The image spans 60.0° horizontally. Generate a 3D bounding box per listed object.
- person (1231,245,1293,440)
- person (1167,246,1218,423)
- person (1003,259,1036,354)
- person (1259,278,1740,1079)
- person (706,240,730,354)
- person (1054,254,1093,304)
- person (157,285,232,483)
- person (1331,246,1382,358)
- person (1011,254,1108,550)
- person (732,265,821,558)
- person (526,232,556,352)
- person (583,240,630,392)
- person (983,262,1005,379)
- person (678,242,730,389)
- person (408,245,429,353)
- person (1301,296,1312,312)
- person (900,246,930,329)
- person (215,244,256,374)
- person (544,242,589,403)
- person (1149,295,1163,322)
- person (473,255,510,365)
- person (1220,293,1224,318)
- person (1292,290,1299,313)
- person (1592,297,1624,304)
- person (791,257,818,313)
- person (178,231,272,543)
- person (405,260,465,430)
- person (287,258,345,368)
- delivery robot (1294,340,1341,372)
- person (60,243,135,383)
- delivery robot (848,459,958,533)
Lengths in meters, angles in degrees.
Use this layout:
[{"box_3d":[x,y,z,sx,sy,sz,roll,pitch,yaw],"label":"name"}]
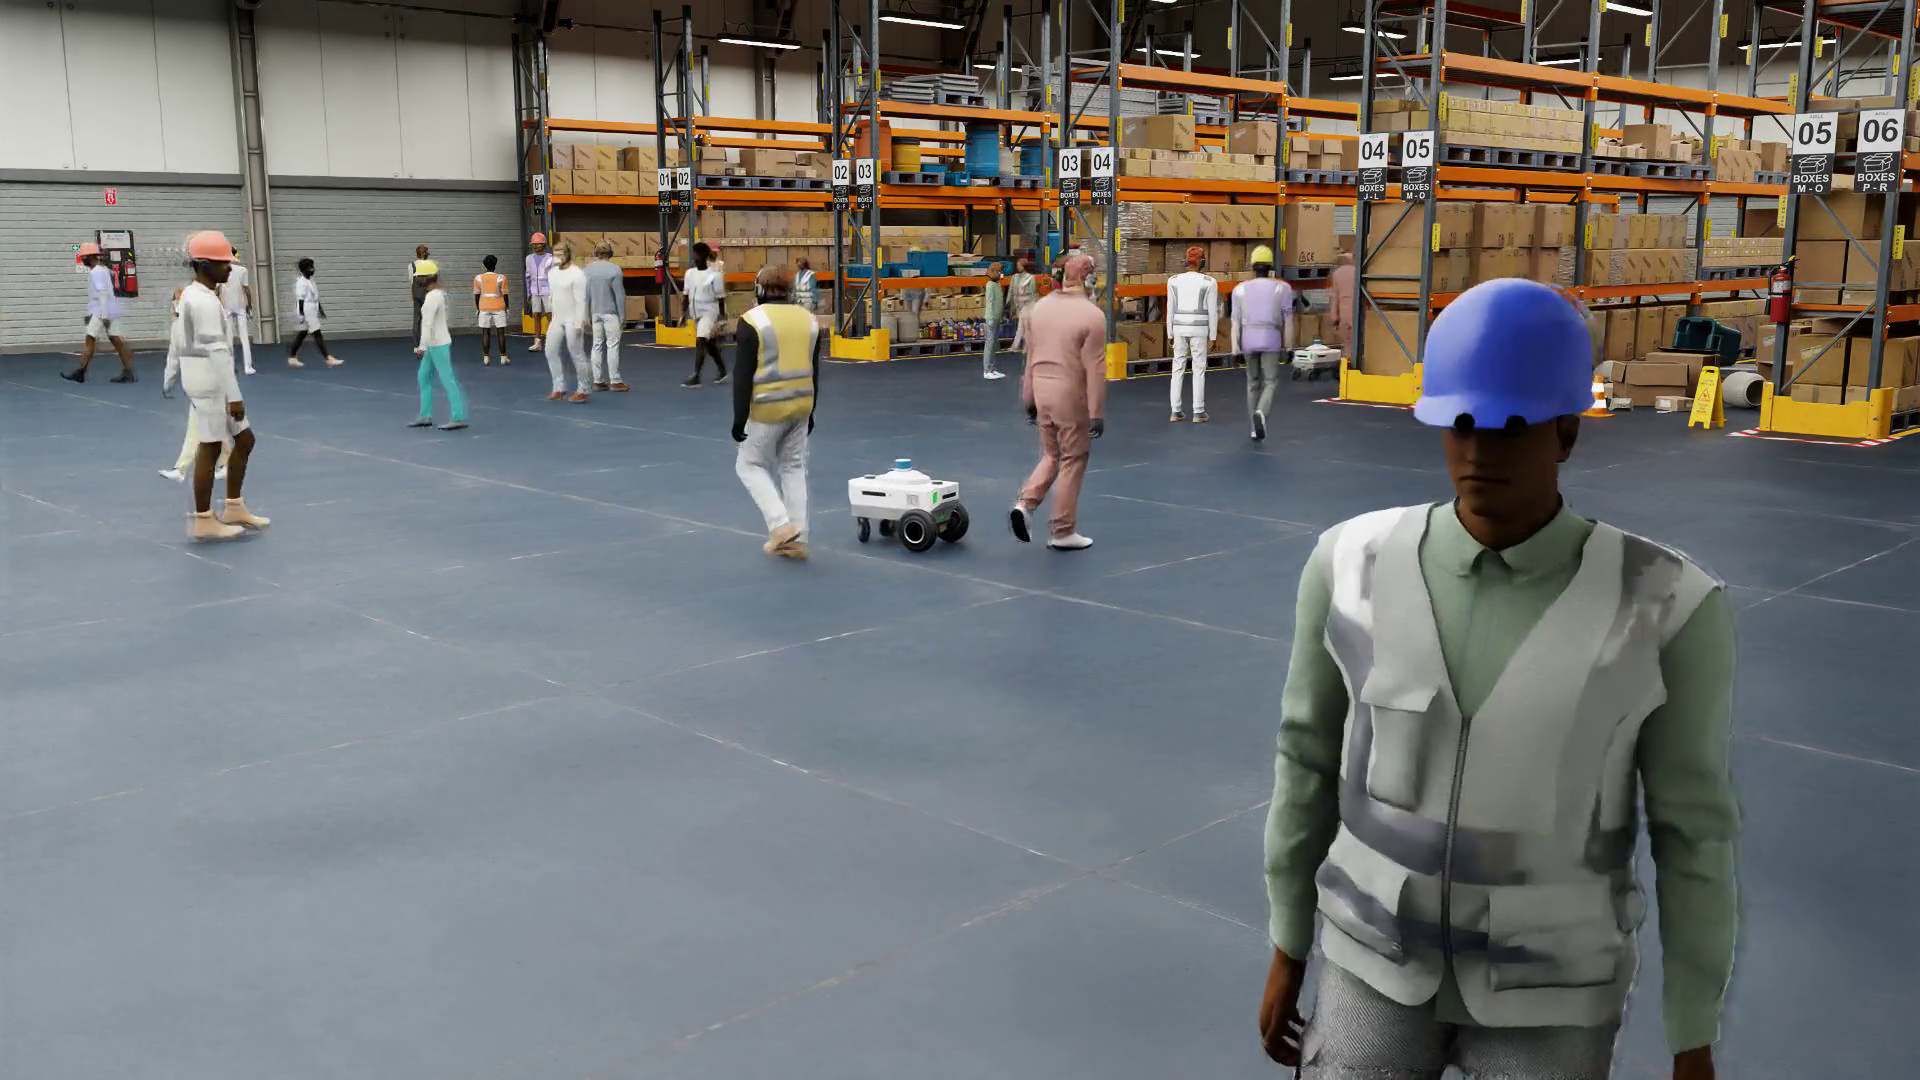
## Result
[{"box_3d":[2.927,-1.912,16.216,0.597,1.911,0.710,4,11,22],"label":"person"},{"box_3d":[2.504,-2.220,17.975,0.573,1.882,0.349,5,11,24],"label":"person"},{"box_3d":[0.999,-3.920,28.008,0.850,1.600,0.530,-9,14,-40],"label":"person"},{"box_3d":[0.755,0.605,2.403,0.691,1.942,0.518,6,12,31],"label":"person"},{"box_3d":[-4.181,-4.125,28.246,0.564,1.917,0.410,-9,13,-39],"label":"person"},{"box_3d":[1.033,-1.761,15.619,0.435,1.826,0.621,-1,10,-7],"label":"person"},{"box_3d":[-6.258,-1.258,13.485,0.530,1.588,0.829,6,12,30],"label":"person"},{"box_3d":[5.225,-2.915,21.767,0.623,1.886,0.665,-8,13,-36],"label":"person"},{"box_3d":[0.634,-0.856,10.526,0.519,1.879,0.699,-9,14,-40],"label":"person"},{"box_3d":[-1.136,-0.779,10.299,0.436,1.812,0.677,9,14,41],"label":"person"},{"box_3d":[-7.226,-4.278,28.748,0.609,2.044,0.393,3,11,14],"label":"person"},{"box_3d":[-4.576,-2.901,21.523,0.635,1.940,0.366,5,12,26],"label":"person"},{"box_3d":[0.481,-3.092,23.417,0.270,1.627,0.499,3,11,14],"label":"person"},{"box_3d":[-3.407,-3.020,22.286,0.602,1.923,1.013,7,13,35],"label":"person"},{"box_3d":[-9.166,-4.114,28.419,0.502,1.839,0.330,3,11,17],"label":"person"},{"box_3d":[8.436,-6.482,41.239,0.844,1.881,0.625,-5,12,-26],"label":"person"},{"box_3d":[-0.789,-4.406,30.069,0.601,1.814,0.682,8,13,36],"label":"person"},{"box_3d":[-10.521,-3.341,24.113,0.510,1.872,0.328,-3,11,-17],"label":"person"},{"box_3d":[-4.731,-2.581,19.843,0.654,1.911,0.709,7,13,34],"label":"person"},{"box_3d":[4.070,-5.131,34.151,0.406,1.786,0.719,5,12,26],"label":"person"},{"box_3d":[-7.283,-3.584,25.908,0.540,1.695,0.317,-1,10,-5],"label":"person"},{"box_3d":[4.683,-4.101,29.009,0.833,1.593,0.510,-8,13,-36],"label":"person"},{"box_3d":[5.813,-4.391,29.991,0.645,1.821,0.631,-9,14,-41],"label":"person"},{"box_3d":[11.935,-4.534,30.593,0.578,1.882,0.340,5,11,24],"label":"person"},{"box_3d":[-2.817,-4.192,29.415,0.547,1.614,0.669,10,14,43],"label":"person"},{"box_3d":[-4.807,-1.001,10.929,0.665,2.022,0.655,-5,12,-27],"label":"person"},{"box_3d":[-5.490,-2.000,17.138,0.723,1.740,0.532,-3,11,-15],"label":"person"},{"box_3d":[-9.866,-3.442,25.254,0.876,1.647,0.532,-2,11,-9],"label":"person"},{"box_3d":[5.015,-2.565,23.329,0.707,0.478,0.477,-9,14,-40],"label":"delivery robot"},{"box_3d":[-11.770,-3.071,22.575,0.978,1.885,0.547,-3,11,-14],"label":"person"},{"box_3d":[-0.376,-0.288,10.912,0.707,0.478,0.477,6,12,29],"label":"delivery robot"}]
